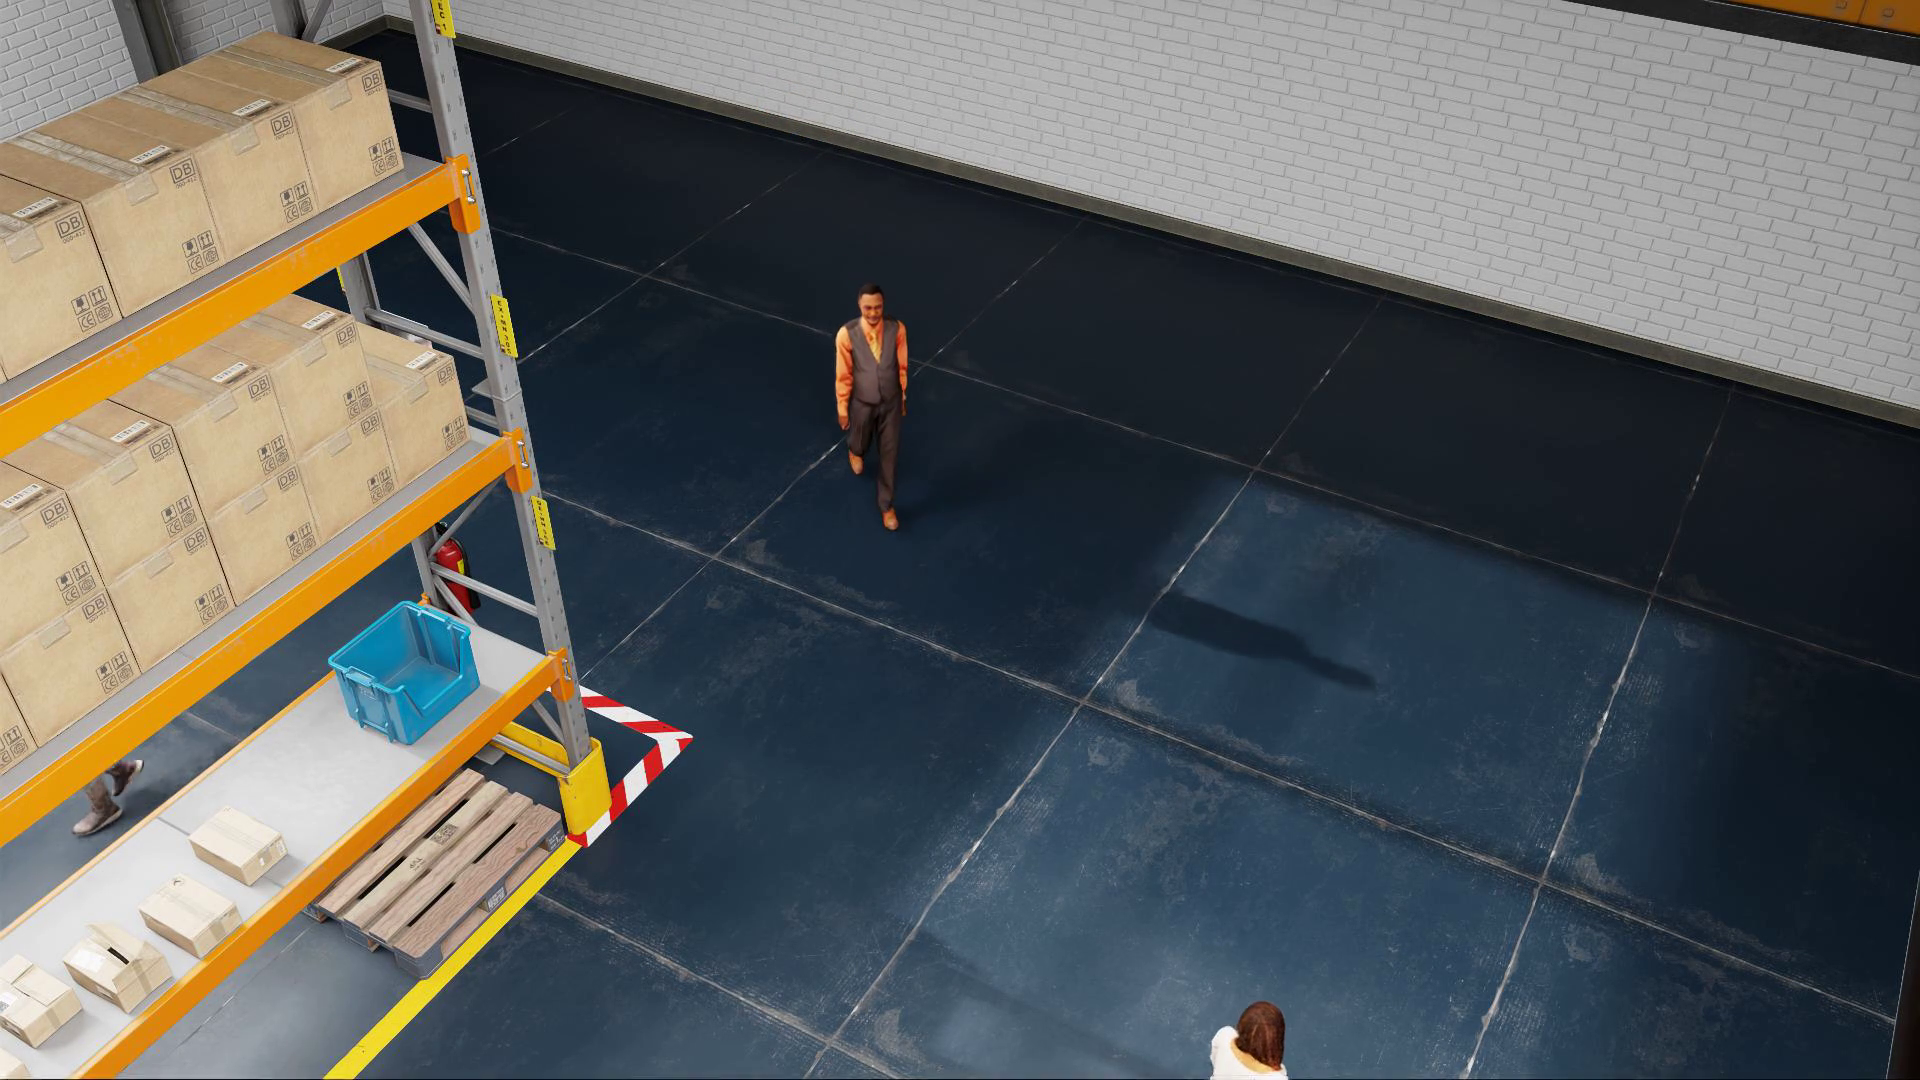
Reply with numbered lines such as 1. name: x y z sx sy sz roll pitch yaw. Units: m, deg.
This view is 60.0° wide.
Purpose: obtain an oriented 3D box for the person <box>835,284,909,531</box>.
1. person: -0.648 -1.052 12.040 1.194 1.882 1.256 -9 40 -11

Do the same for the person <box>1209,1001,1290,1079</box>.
1. person: 1.196 2.704 7.521 1.096 1.651 0.841 -29 47 -31
